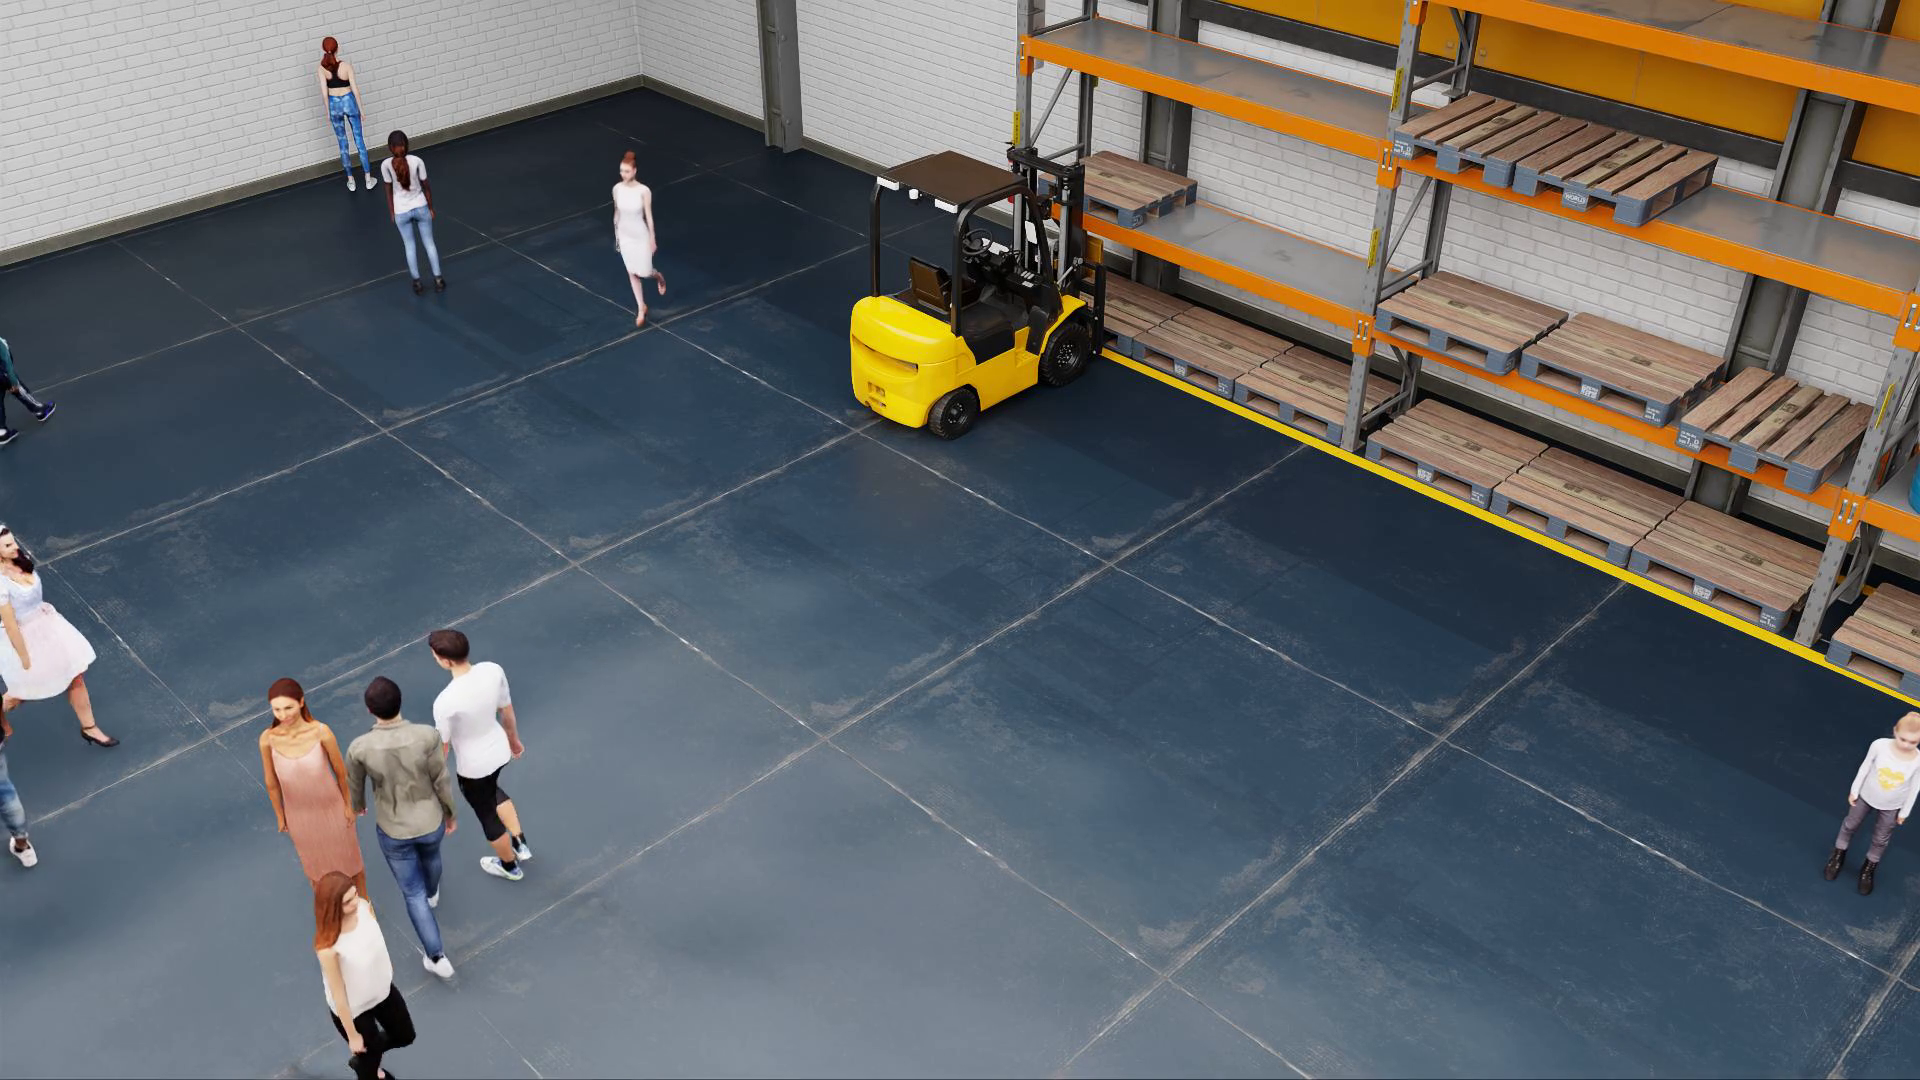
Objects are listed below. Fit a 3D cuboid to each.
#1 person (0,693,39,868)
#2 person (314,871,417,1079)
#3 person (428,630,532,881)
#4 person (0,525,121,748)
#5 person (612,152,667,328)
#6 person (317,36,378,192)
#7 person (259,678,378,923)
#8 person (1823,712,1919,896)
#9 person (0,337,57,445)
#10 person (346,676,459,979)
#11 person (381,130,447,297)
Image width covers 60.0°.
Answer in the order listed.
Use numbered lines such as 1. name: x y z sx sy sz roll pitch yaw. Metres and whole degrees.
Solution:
1. person: -5.916 1.266 9.956 0.870 1.791 0.705 27 42 34
2. person: -3.105 2.320 8.442 0.783 1.711 0.724 12 35 17
3. person: -2.763 1.314 9.842 0.752 1.836 0.783 16 37 23
4. person: -6.118 0.691 10.821 1.167 1.790 1.111 0 34 -1
5. person: -3.136 -2.970 16.335 0.829 1.784 0.824 11 35 16
6. person: -7.151 -4.953 19.318 0.668 1.784 0.694 -9 35 -14
7. person: -3.676 1.536 9.511 0.656 1.832 0.667 -8 34 -12
8. person: 5.535 1.547 9.996 0.475 1.278 0.578 21 39 29
9. person: -8.427 -1.419 14.502 0.869 1.229 0.846 7 34 10
10. person: -3.075 1.656 9.337 0.986 1.826 1.292 -15 36 -21
11. person: -5.587 -3.342 16.954 0.656 1.719 0.648 -11 35 -16
